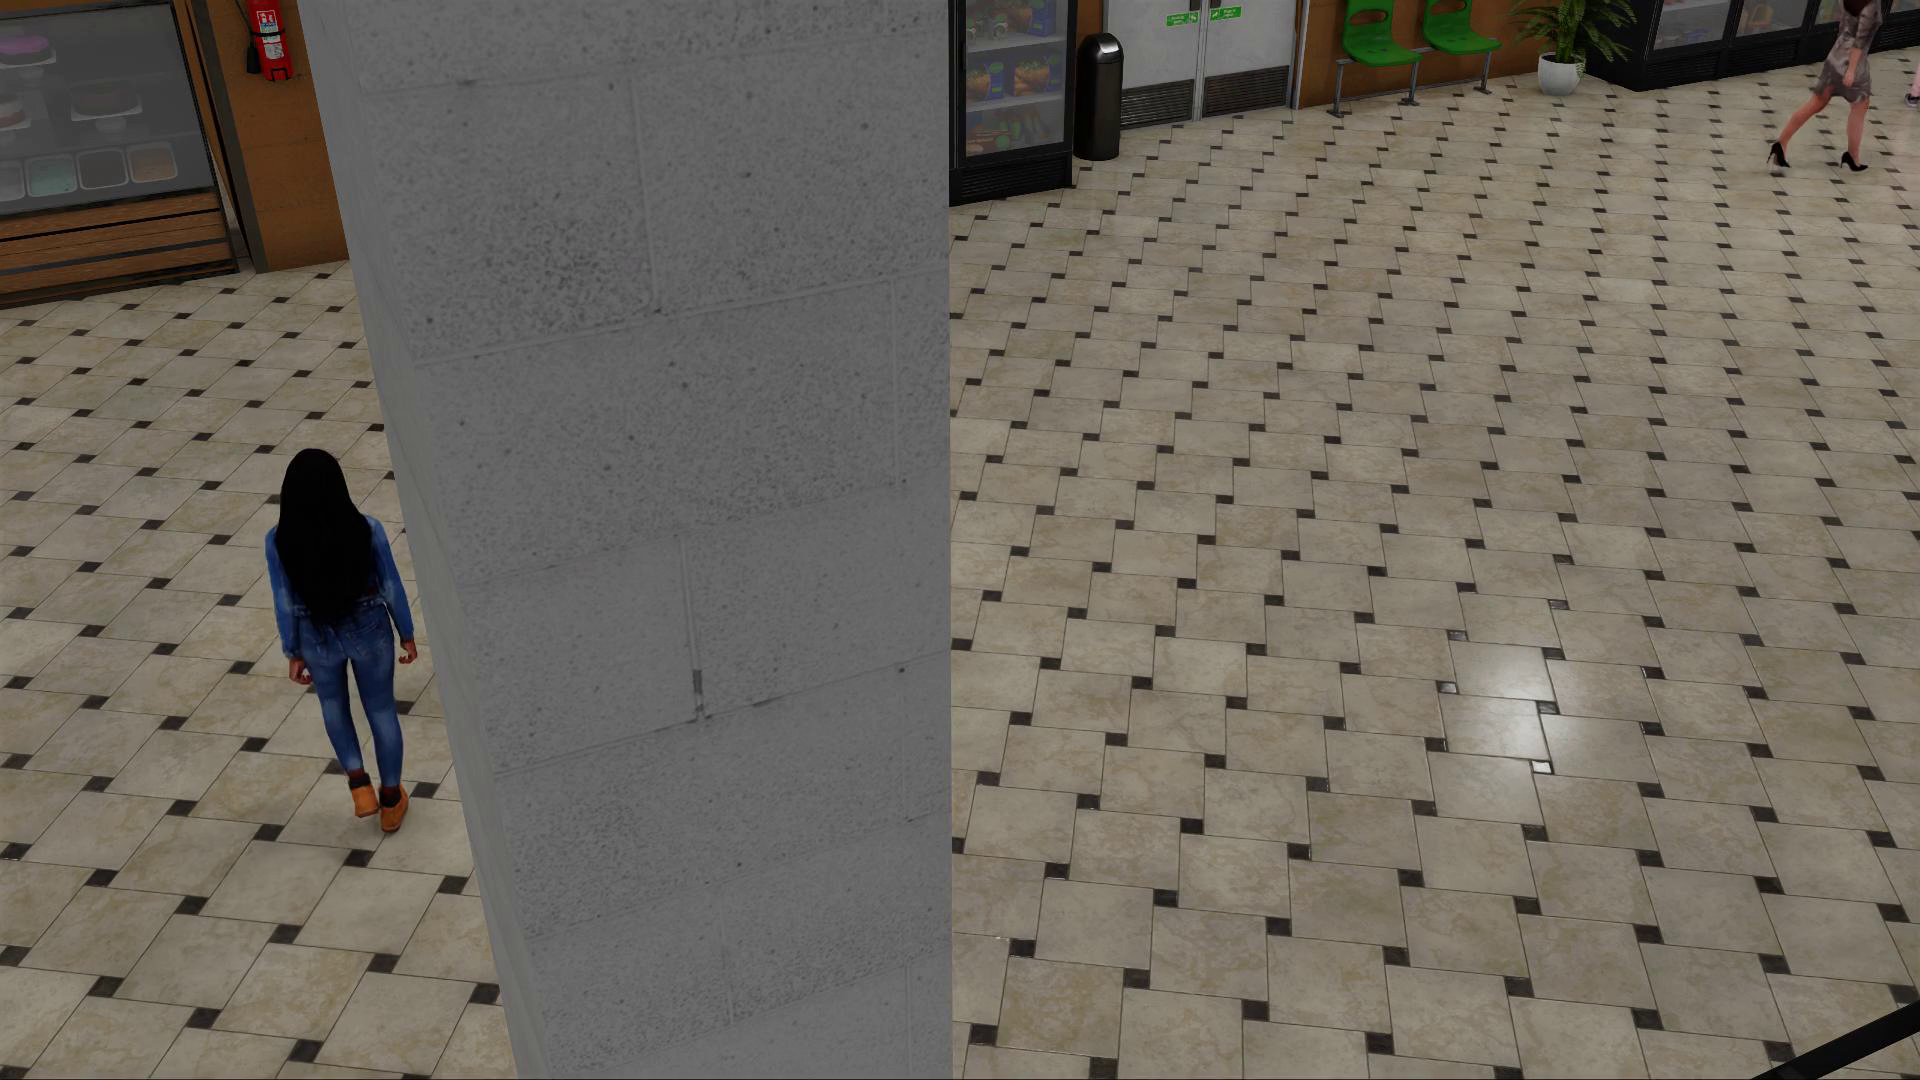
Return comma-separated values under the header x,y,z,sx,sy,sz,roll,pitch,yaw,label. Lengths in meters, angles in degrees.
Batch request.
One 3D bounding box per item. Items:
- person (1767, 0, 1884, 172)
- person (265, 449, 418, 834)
x,y,z,sx,sy,sz,roll,pitch,yaw,label
6.843,-3.687,13.023,0.933,1.709,1.085,-1,32,-2,person
-2.342,0.465,6.358,0.690,1.700,0.718,-8,33,-12,person
